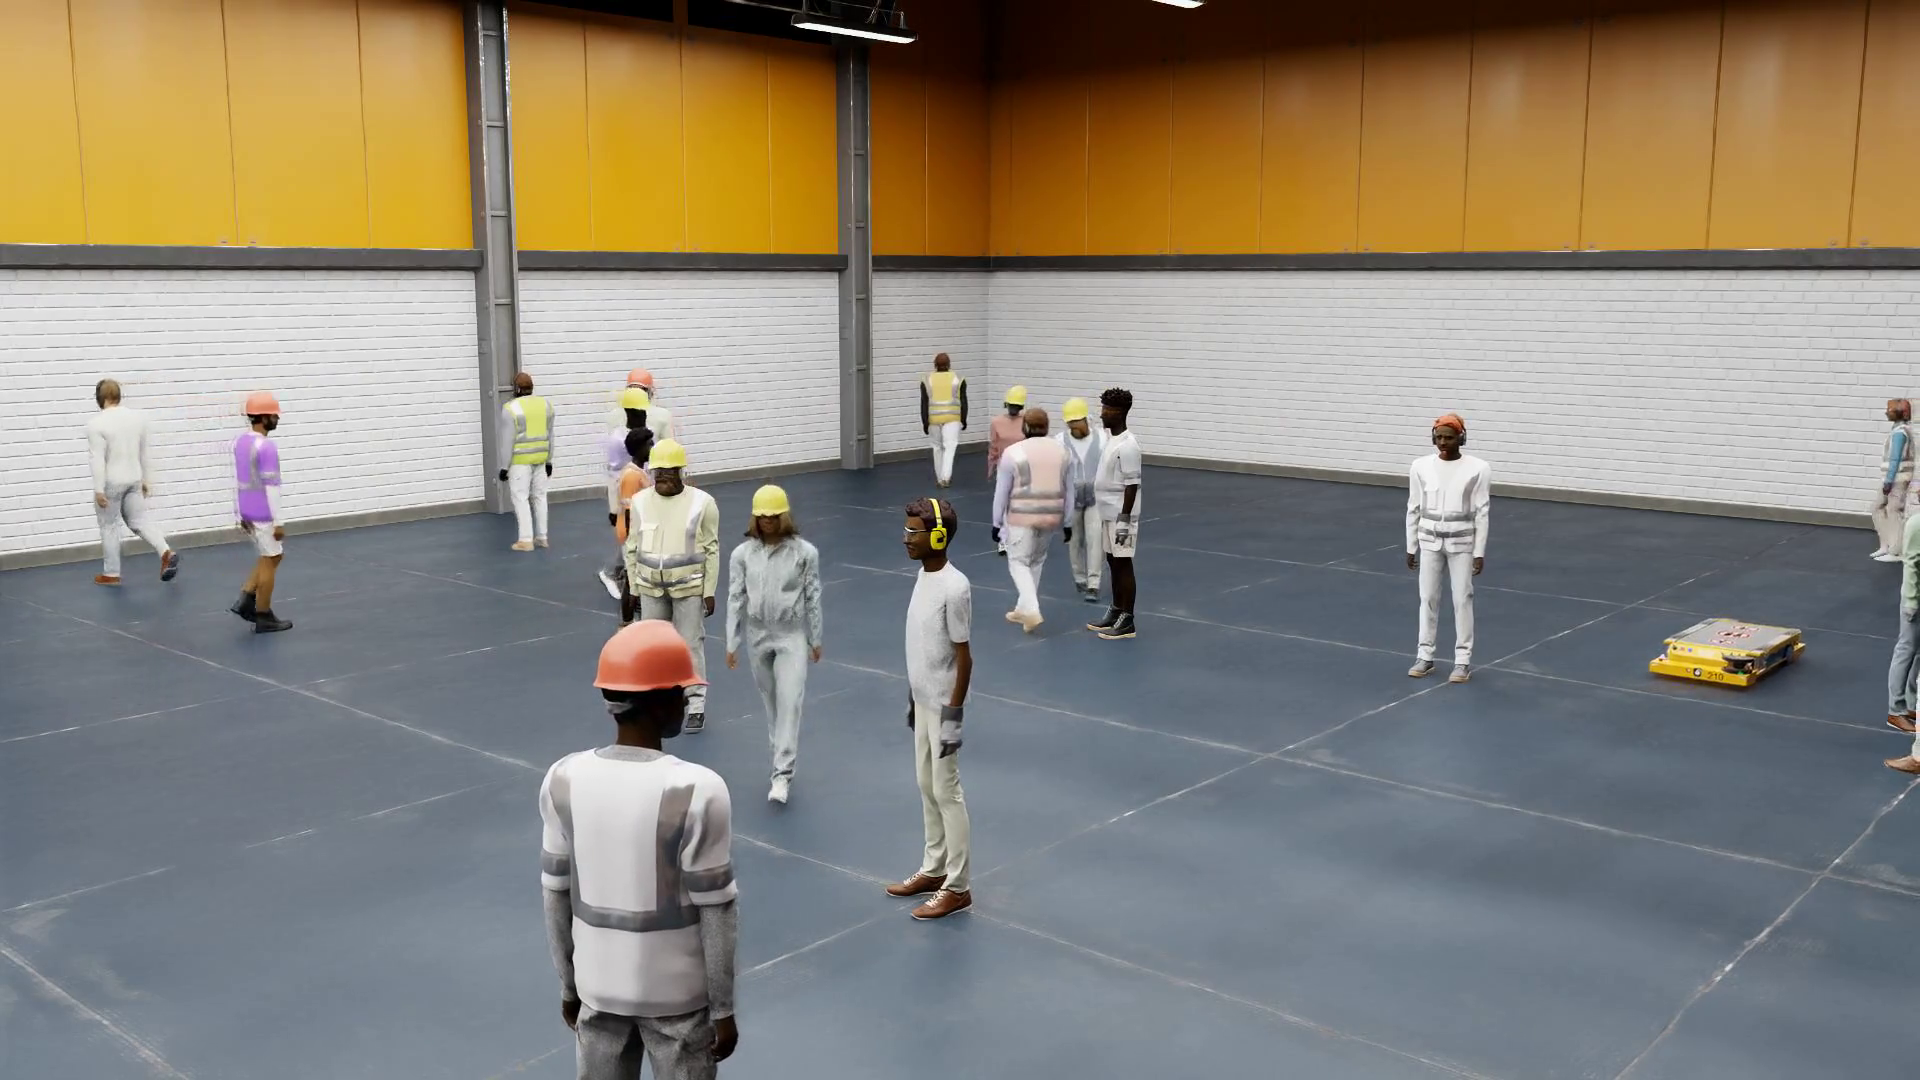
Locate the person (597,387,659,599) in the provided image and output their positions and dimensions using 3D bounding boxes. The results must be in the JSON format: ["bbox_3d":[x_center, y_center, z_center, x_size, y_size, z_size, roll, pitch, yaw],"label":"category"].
[{"bbox_3d":[-2.822,-0.376,14.299,0.879,1.899,0.588,5,10,26],"label":"person"}]

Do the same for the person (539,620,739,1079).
[{"bbox_3d":[-0.831,1.171,4.442,0.547,1.934,0.376,3,10,18],"label":"person"}]

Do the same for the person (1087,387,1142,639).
[{"bbox_3d":[1.228,-0.212,13.022,0.368,1.966,0.602,-1,9,-9],"label":"person"}]

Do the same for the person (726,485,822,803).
[{"bbox_3d":[-1.025,0.559,8.991,0.501,1.696,0.876,1,9,7],"label":"person"}]

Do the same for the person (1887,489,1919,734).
[{"bbox_3d":[6.039,0.377,10.364,0.499,1.633,0.289,-5,10,-29],"label":"person"}]

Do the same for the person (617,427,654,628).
[{"bbox_3d":[-2.382,-0.028,12.727,0.526,1.676,0.557,-1,9,-5],"label":"person"}]

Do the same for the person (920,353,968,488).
[{"bbox_3d":[-0.216,-1.606,22.314,0.620,1.805,0.940,1,9,6],"label":"person"}]

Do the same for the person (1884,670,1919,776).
[{"bbox_3d":[5.563,0.455,9.187,0.523,1.855,0.699,-4,10,-21],"label":"person"}]

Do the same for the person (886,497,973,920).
[{"bbox_3d":[-0.124,0.735,7.377,0.321,1.871,0.532,-4,10,-22],"label":"person"}]

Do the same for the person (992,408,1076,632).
[{"bbox_3d":[0.571,-0.164,13.296,0.668,1.790,0.732,-4,10,-23],"label":"person"}]

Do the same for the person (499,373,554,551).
[{"bbox_3d":[-4.481,-0.802,17.204,0.440,1.837,0.656,7,11,36],"label":"person"}]

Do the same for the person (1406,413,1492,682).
[{"bbox_3d":[3.403,0.052,11.647,0.572,1.879,0.338,5,10,29],"label":"person"}]

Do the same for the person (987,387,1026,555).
[{"bbox_3d":[0.550,-0.718,17.005,0.564,1.715,0.927,2,9,9],"label":"person"}]

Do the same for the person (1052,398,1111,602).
[{"bbox_3d":[1.054,-0.347,14.481,0.598,1.774,0.899,1,9,5],"label":"person"}]

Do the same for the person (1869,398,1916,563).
[{"bbox_3d":[9.169,-0.587,16.411,0.433,1.623,0.538,5,10,28],"label":"person"}]

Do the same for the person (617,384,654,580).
[{"bbox_3d":[-2.895,-0.580,15.740,0.838,1.887,0.672,-6,11,-32],"label":"person"}]

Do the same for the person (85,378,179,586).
[{"bbox_3d":[-7.553,-0.512,15.102,0.814,1.917,0.639,3,10,20],"label":"person"}]

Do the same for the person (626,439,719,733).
[{"bbox_3d":[-1.788,0.287,10.310,0.591,1.833,0.403,1,9,7],"label":"person"}]

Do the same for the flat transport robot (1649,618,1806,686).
[{"bbox_3d":[5.574,0.791,12.033,0.652,0.197,1.431,8,12,41],"label":"flat transport robot"}]

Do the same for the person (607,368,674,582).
[{"bbox_3d":[-2.905,-0.577,15.223,0.613,1.994,0.381,-1,9,-4],"label":"person"}]

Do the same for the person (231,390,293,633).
[{"bbox_3d":[-5.500,-0.218,13.175,0.572,1.924,0.410,8,12,43],"label":"person"}]
